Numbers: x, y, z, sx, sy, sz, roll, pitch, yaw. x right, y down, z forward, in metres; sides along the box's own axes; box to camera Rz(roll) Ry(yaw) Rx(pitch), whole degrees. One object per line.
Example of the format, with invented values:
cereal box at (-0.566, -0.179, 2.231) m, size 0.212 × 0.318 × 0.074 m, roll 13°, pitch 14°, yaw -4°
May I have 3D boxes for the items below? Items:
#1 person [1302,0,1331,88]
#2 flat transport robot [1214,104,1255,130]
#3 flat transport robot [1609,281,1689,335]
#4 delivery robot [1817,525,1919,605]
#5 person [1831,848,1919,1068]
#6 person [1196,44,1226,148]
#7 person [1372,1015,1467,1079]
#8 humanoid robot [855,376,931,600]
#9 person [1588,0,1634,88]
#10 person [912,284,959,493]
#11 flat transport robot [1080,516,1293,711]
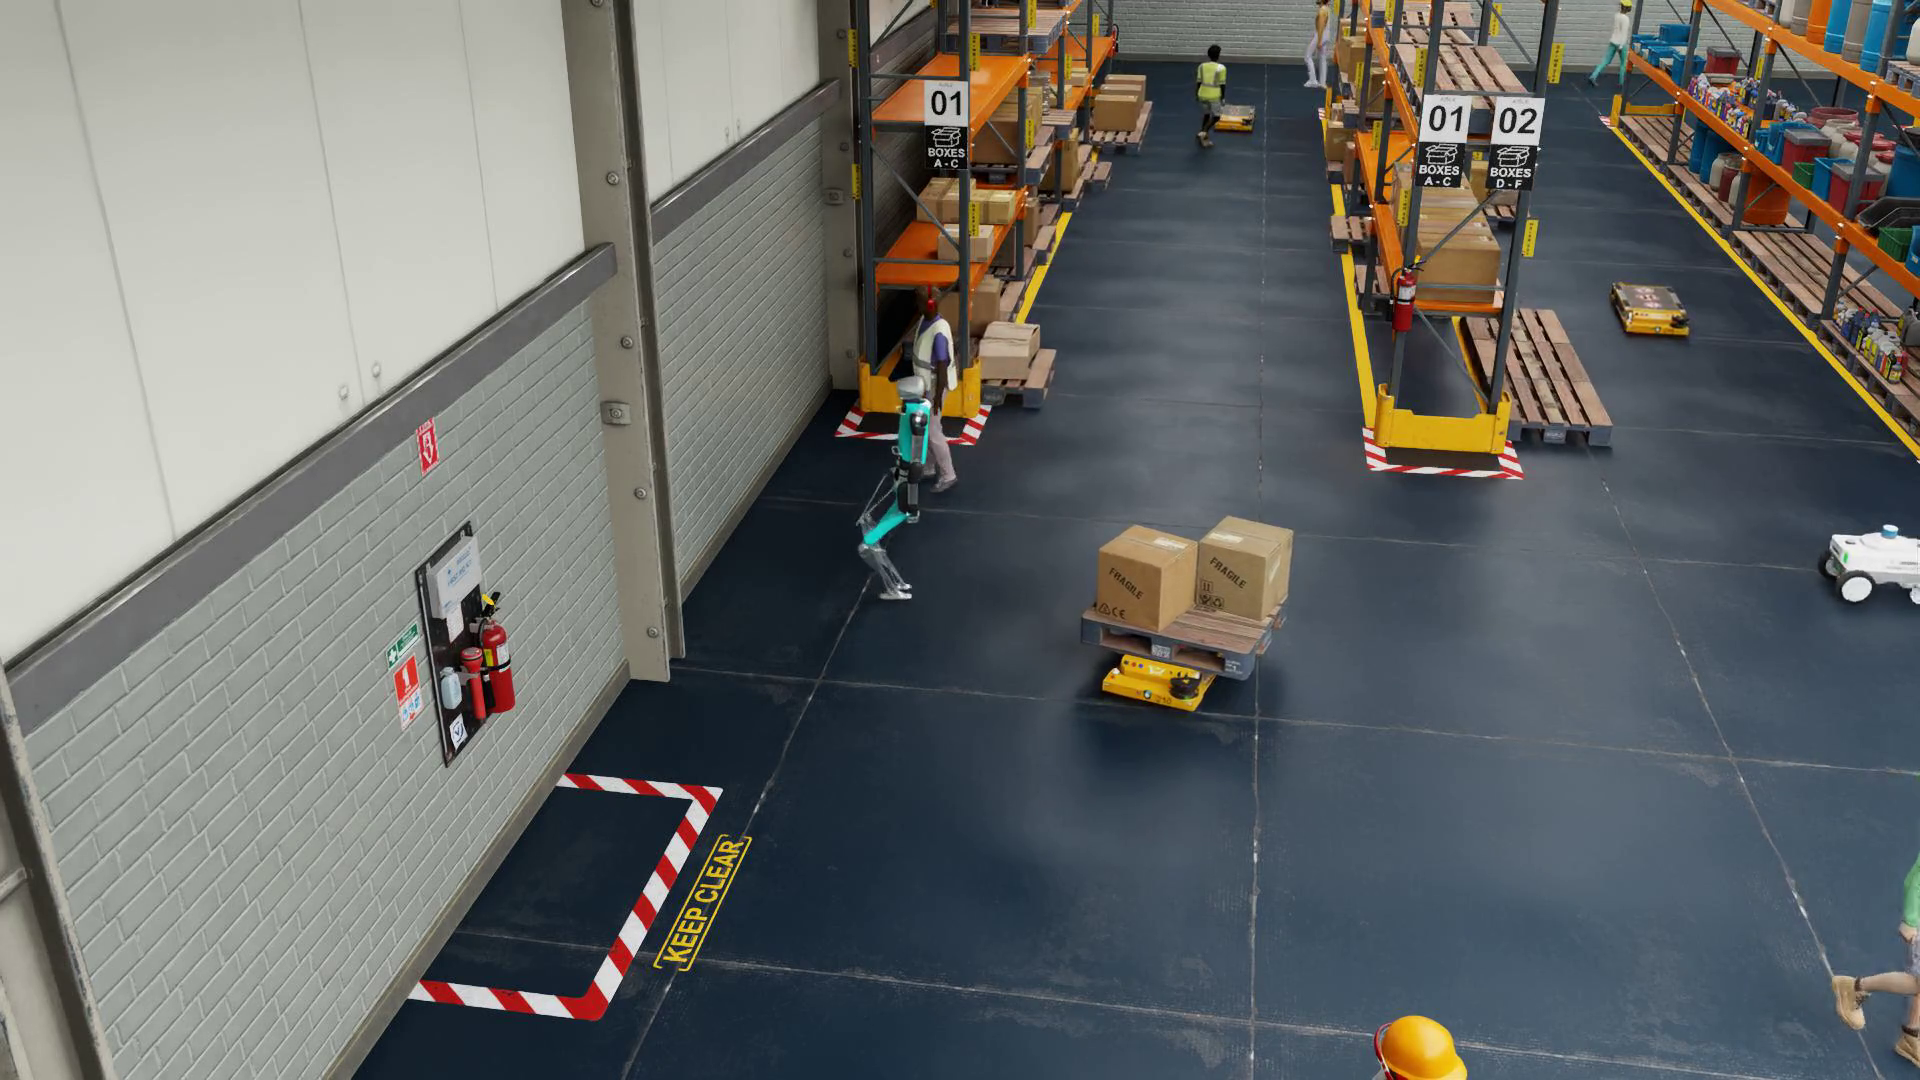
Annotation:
person at (6.935, -9.719, 32.288) m, size 0.566 × 1.844 × 0.530 m, roll 15°, pitch 29°, yaw 29°
flat transport robot at (4.845, -7.452, 29.308) m, size 0.659 × 0.231 × 1.431 m, roll 5°, pitch 25°, yaw 10°
flat transport robot at (7.876, -2.652, 19.034) m, size 0.659 × 0.231 × 1.431 m, roll 5°, pitch 26°, yaw 11°
delivery robot at (6.986, 0.174, 12.646) m, size 0.778 × 0.594 × 0.499 m, roll 3°, pitch 25°, yaw 7°
person at (4.618, 1.747, 7.891) m, size 0.486 × 1.726 × 0.480 m, roll -13°, pitch 28°, yaw -25°
person at (4.043, -7.208, 27.111) m, size 0.553 × 1.669 × 0.504 m, roll 21°, pitch 32°, yaw 38°
person at (1.573, 2.497, 6.106) m, size 0.384 × 1.891 × 0.558 m, roll 15°, pitch 29°, yaw 29°
humanoid robot at (-0.553, -0.335, 12.327) m, size 0.685 × 1.792 × 0.535 m, roll -4°, pitch 25°, yaw -8°
person at (12.749, -9.664, 32.298) m, size 0.829 × 1.734 × 0.518 m, roll -4°, pitch 25°, yaw -9°
person at (-0.241, -1.303, 14.297) m, size 0.421 × 1.855 × 0.567 m, roll -6°, pitch 26°, yaw -14°
flat transport robot at (1.569, 0.746, 11.762) m, size 0.659 × 0.231 × 1.431 m, roll 12°, pitch 27°, yaw 23°
